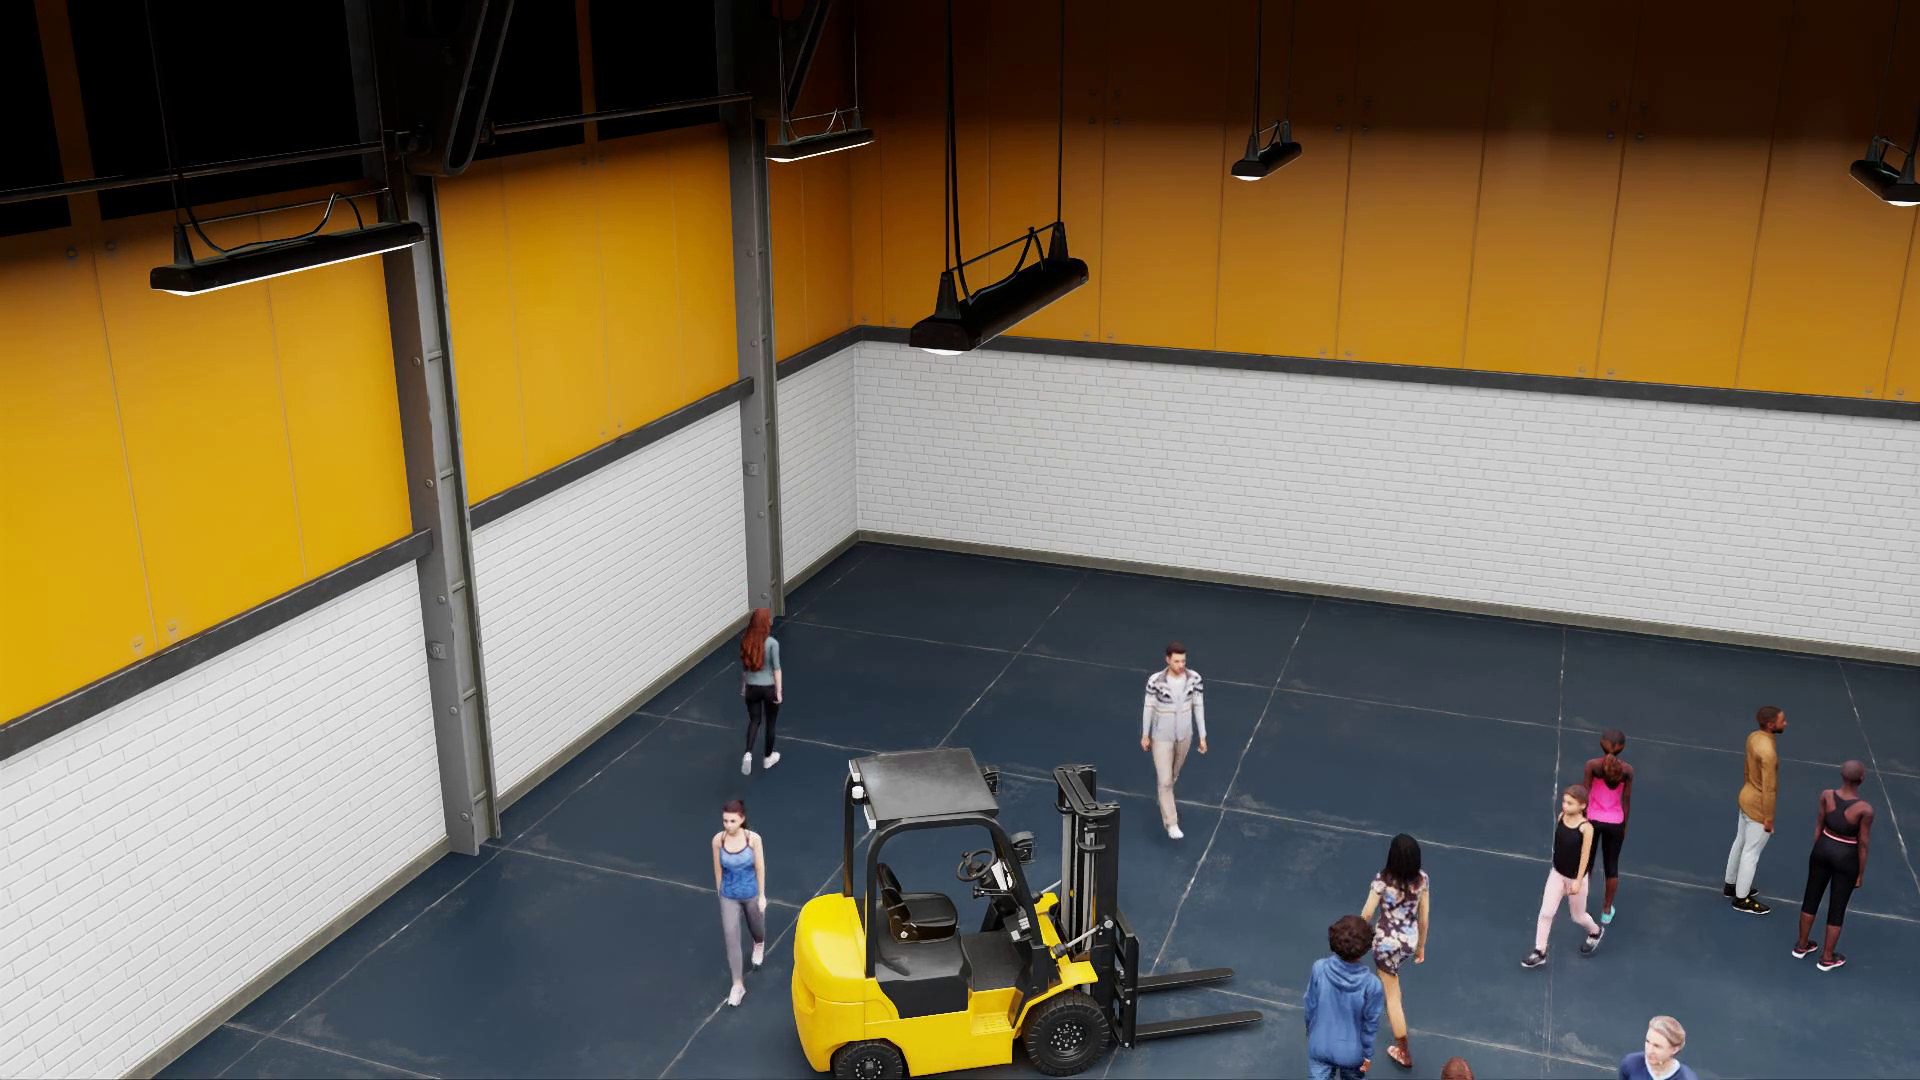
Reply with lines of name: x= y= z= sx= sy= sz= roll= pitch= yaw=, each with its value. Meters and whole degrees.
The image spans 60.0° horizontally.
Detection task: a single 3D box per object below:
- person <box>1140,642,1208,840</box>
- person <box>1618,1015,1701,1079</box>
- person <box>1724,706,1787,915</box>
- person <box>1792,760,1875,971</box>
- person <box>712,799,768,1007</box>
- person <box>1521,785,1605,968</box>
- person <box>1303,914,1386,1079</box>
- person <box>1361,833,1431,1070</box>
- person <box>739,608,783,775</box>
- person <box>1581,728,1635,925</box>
person: x=1.929 y=1.769 z=15.314 sx=1.111 sy=1.817 sz=1.268 roll=-5 pitch=19 yaw=-13
person: x=4.111 y=3.604 z=9.809 sx=0.878 sy=1.853 sz=0.831 roll=-14 pitch=23 yaw=-35
person: x=6.675 y=2.230 z=13.945 sx=0.739 sy=1.816 sz=0.570 roll=2 pitch=19 yaw=6
person: x=6.894 y=2.538 z=13.128 sx=0.687 sy=1.756 sz=0.659 roll=-14 pitch=23 yaw=-36
person: x=-1.662 y=2.723 z=12.848 sx=0.784 sy=1.583 sz=1.092 roll=0 pitch=19 yaw=1
person: x=4.872 y=2.649 z=13.142 sx=1.072 sy=1.535 sz=0.912 roll=-12 pitch=22 yaw=-31
person: x=2.428 y=3.307 z=10.803 sx=0.799 sy=1.782 sz=1.180 roll=10 pitch=21 yaw=26
person: x=3.149 y=2.979 z=11.940 sx=1.039 sy=1.678 sz=1.195 roll=-6 pitch=19 yaw=-16
person: x=-1.973 y=1.511 z=16.225 sx=0.607 sy=1.725 sz=0.956 roll=6 pitch=19 yaw=17
person: x=5.308 y=2.349 z=13.741 sx=0.553 sy=1.723 sz=0.541 roll=6 pitch=19 yaw=17
